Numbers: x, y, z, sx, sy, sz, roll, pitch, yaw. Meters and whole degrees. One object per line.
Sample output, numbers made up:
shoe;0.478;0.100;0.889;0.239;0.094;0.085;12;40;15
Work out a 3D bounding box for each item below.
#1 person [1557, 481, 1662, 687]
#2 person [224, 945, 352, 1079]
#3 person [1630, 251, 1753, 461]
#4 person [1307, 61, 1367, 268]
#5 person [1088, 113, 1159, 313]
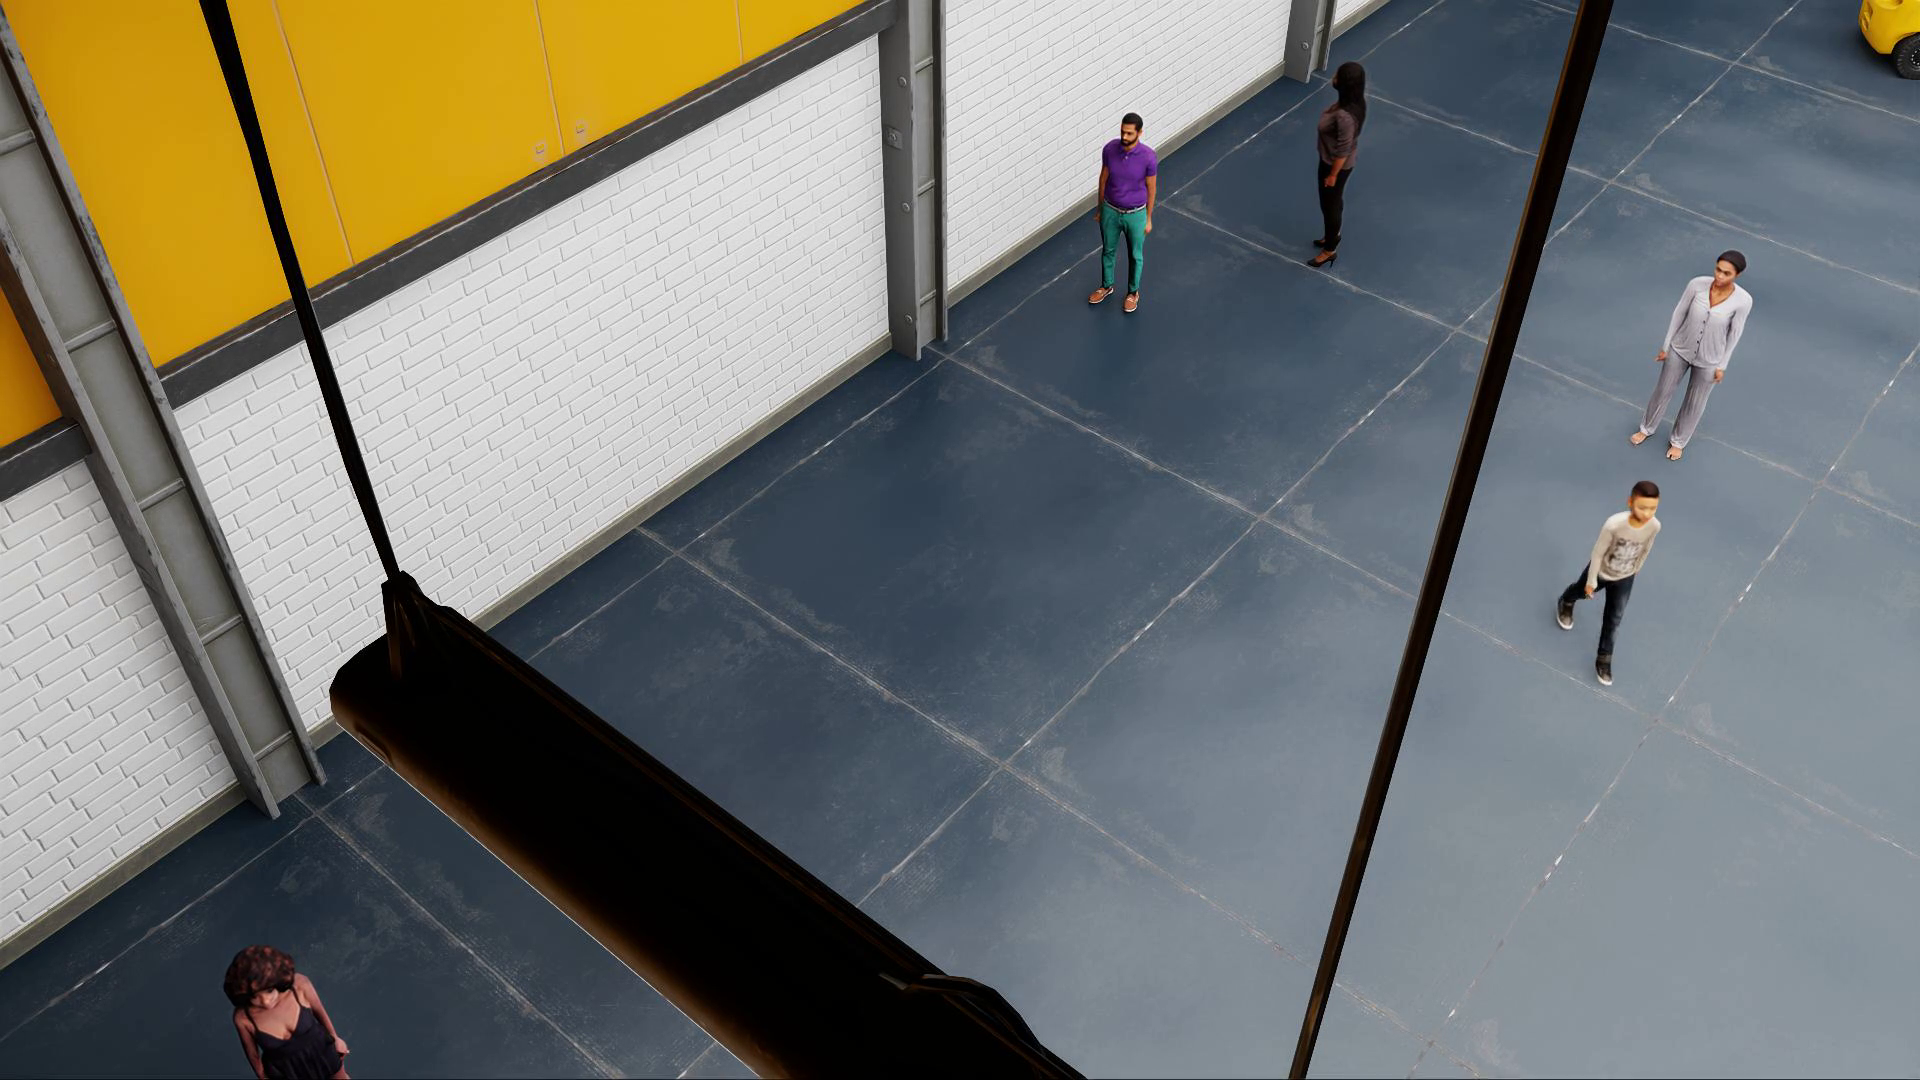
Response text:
person;4.188;0.152;10.775;0.950;1.437;1.064;0;44;0
person;-3.189;2.508;8.047;0.526;1.788;0.666;-30;51;-28
person;5.393;-1.376;12.162;0.645;1.736;0.533;27;50;26
person;3.169;-3.146;13.944;0.794;1.840;0.662;13;45;13
person;1.344;-2.673;13.500;0.688;1.767;0.634;16;46;17
